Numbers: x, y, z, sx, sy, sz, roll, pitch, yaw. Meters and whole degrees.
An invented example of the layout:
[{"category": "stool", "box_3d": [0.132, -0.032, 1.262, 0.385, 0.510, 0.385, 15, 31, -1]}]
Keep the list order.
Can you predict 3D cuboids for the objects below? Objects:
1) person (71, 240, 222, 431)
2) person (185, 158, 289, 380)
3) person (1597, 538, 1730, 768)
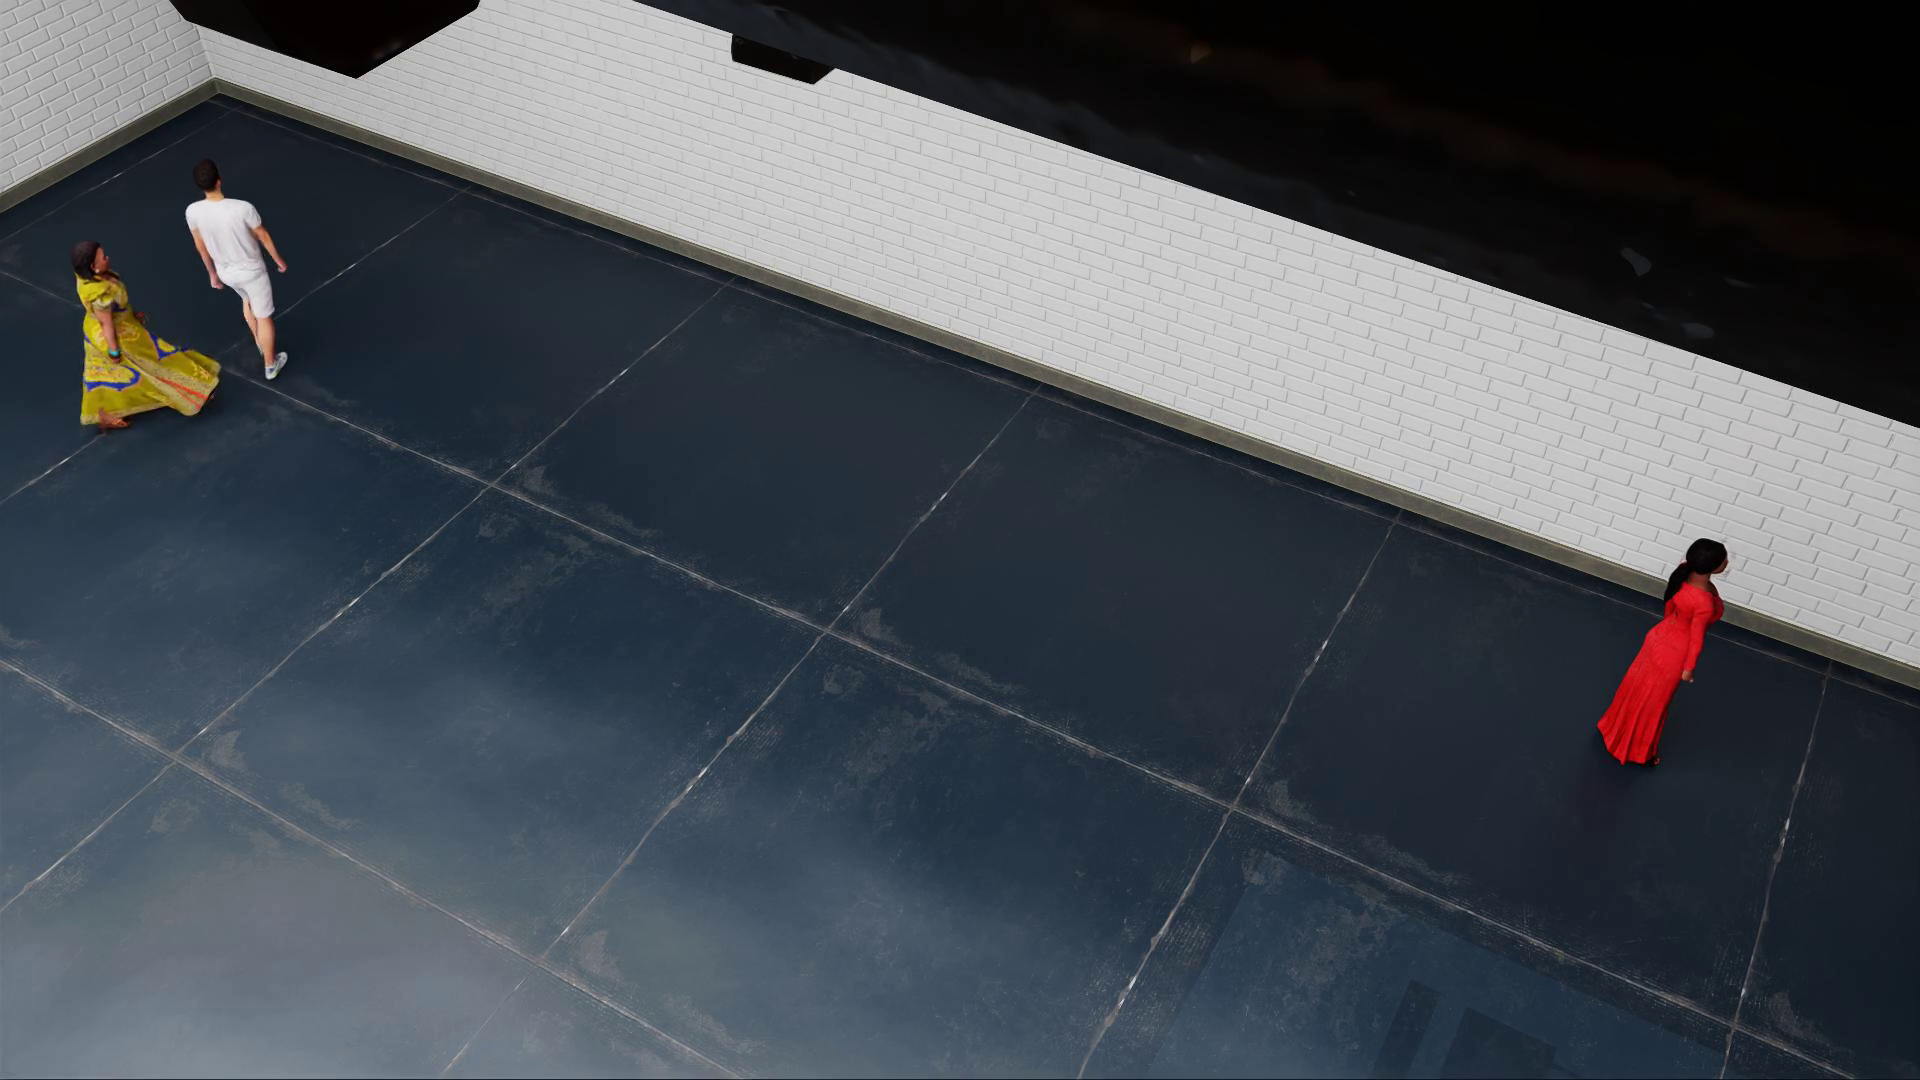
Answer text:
[{"category": "person", "box_3d": [-6.368, -1.466, 12.404, 1.417, 1.607, 1.099, -27, 50, -25]}, {"category": "person", "box_3d": [-5.568, -2.030, 12.822, 0.858, 1.836, 0.915, 4, 44, 4]}, {"category": "person", "box_3d": [4.269, 0.671, 10.032, 0.788, 1.783, 0.691, 0, 44, 0]}]
